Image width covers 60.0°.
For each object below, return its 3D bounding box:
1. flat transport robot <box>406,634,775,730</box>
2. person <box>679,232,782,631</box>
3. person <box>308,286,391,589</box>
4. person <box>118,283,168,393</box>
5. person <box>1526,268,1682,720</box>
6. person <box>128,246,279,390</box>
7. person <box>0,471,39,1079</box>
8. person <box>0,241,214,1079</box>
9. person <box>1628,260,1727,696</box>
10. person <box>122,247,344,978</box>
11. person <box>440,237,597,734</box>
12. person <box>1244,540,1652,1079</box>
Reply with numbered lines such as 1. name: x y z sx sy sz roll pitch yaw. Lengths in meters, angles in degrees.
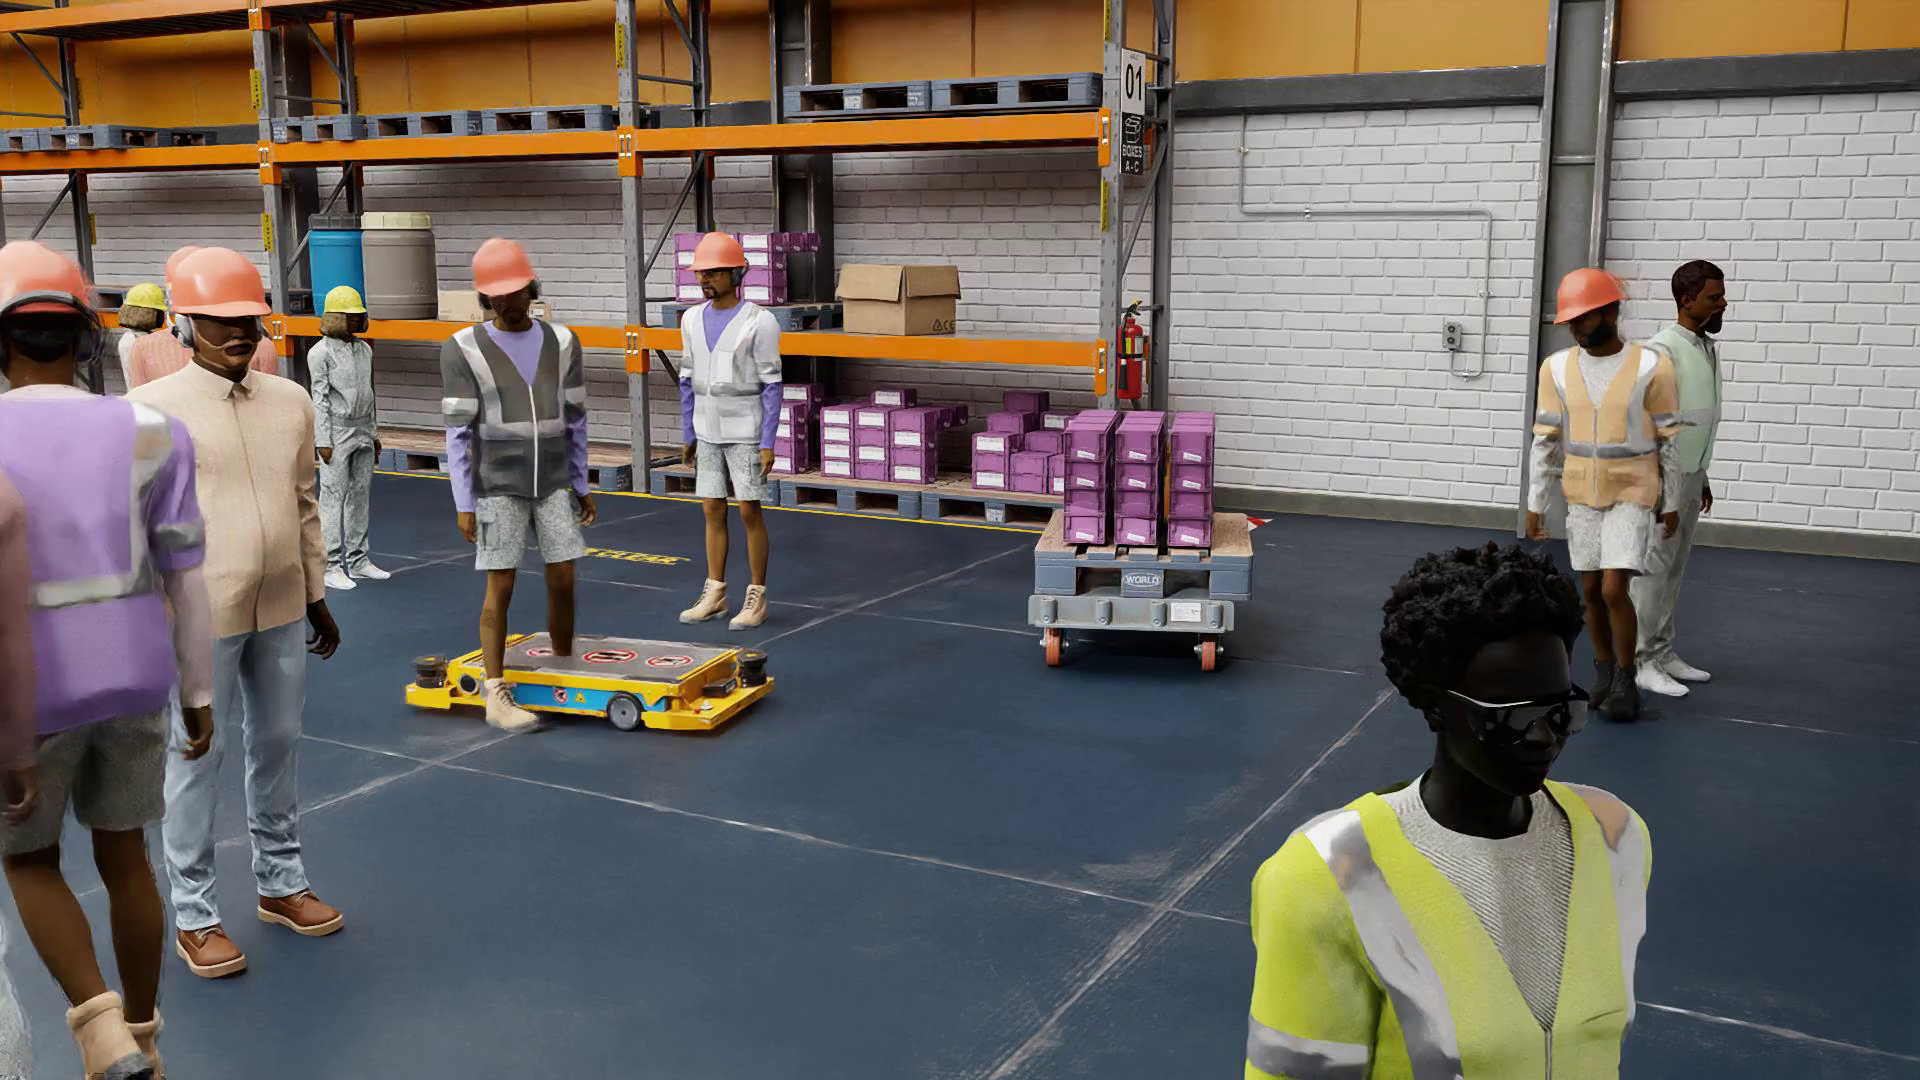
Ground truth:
1. flat transport robot: -1.588 0.590 7.191 1.431 0.197 0.652 3 11 17
2. person: -1.202 -0.548 8.569 0.609 2.044 0.396 6 12 30
3. person: -3.539 -0.597 9.659 0.323 1.742 0.492 4 11 19
4. person: -5.031 -0.725 10.373 0.303 1.740 0.485 -2 10 -10
5. person: 2.699 -0.185 6.985 0.558 1.888 0.620 9 14 41
6. person: -3.207 -0.254 7.134 0.609 1.985 0.408 -3 11 -16
7. person: -2.225 0.471 3.438 0.863 1.884 0.633 9 14 42
8. person: -2.011 0.346 3.757 0.663 2.016 0.622 -10 14 -43
9. person: 3.206 -0.284 7.460 0.391 1.920 0.587 9 14 40
10. person: -2.009 0.194 4.636 0.397 1.992 0.621 6 12 32
11. person: -1.796 -0.221 6.855 0.618 2.028 0.408 -8 13 -37
12. person: 0.569 0.835 1.937 0.540 1.696 0.316 -4 11 -23
